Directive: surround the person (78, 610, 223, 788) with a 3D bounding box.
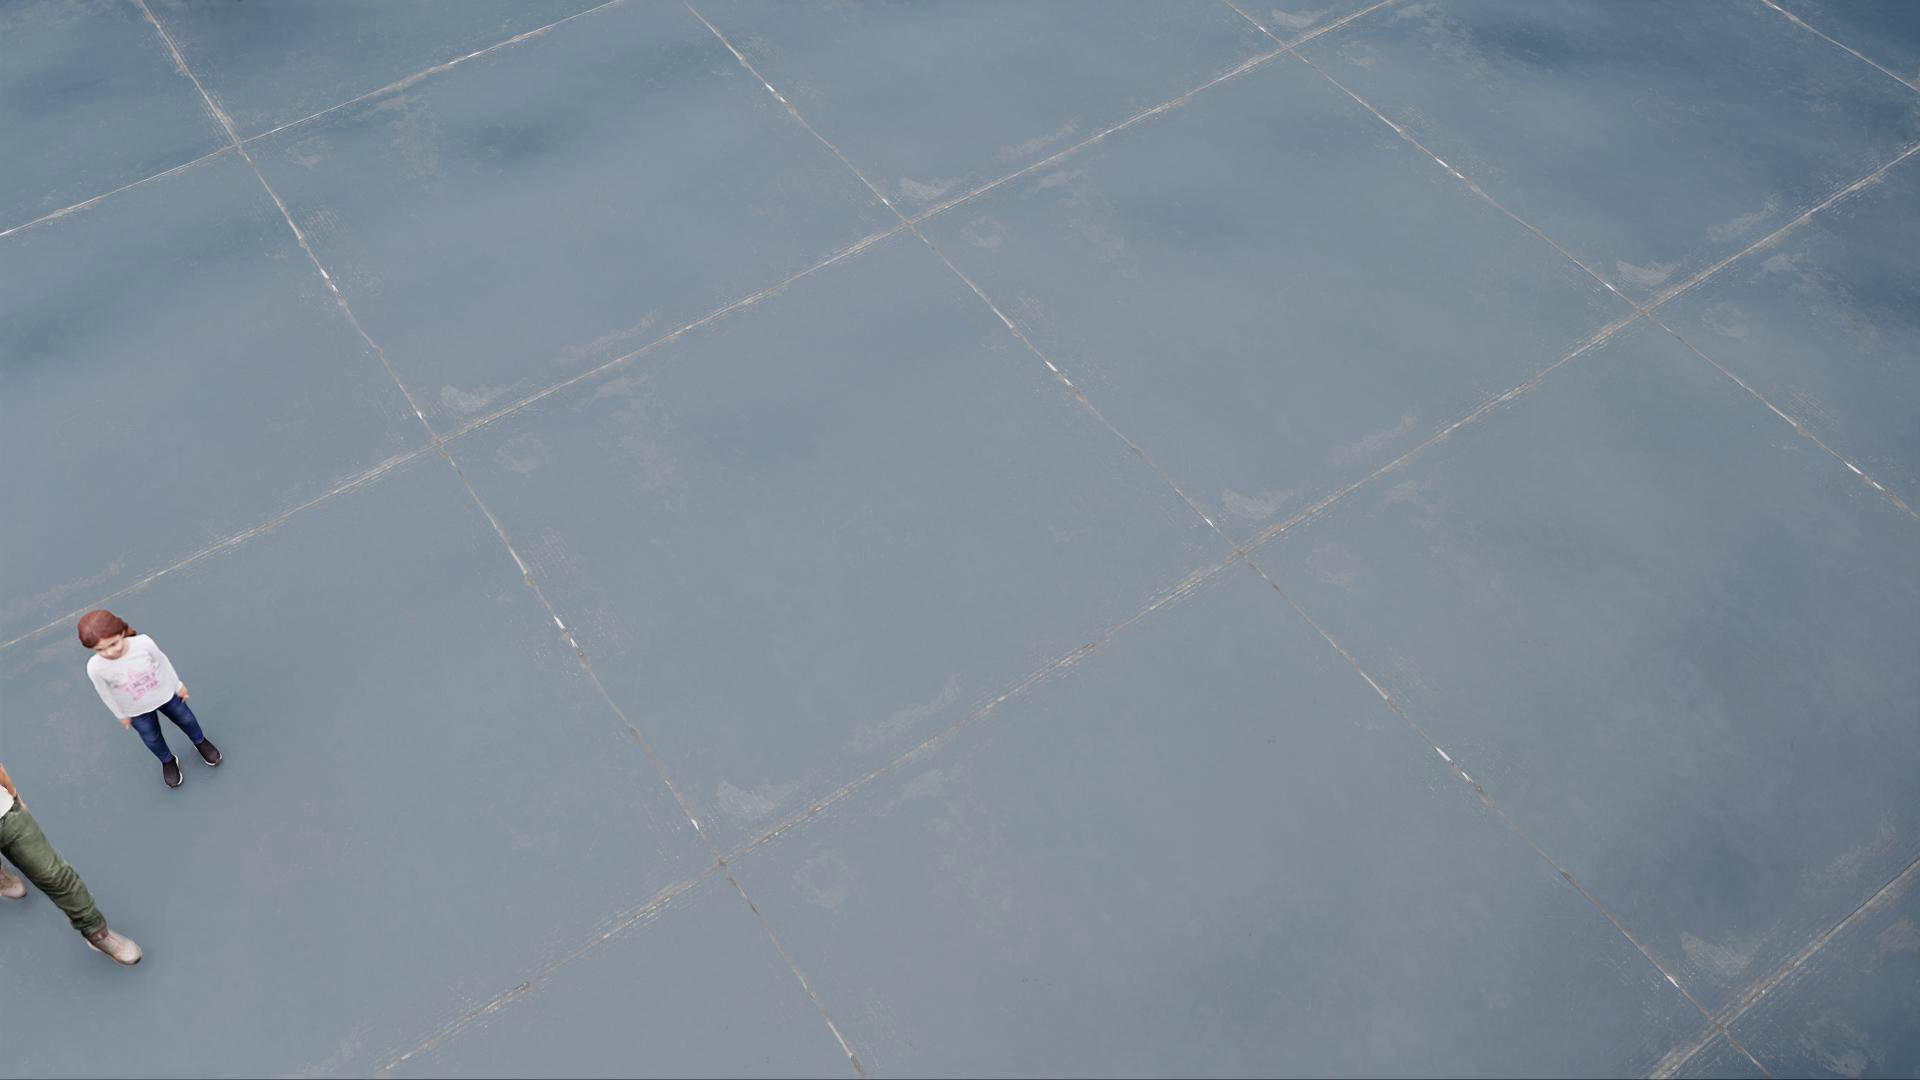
[{"bbox_3d":[-3.524,0.664,7.196,0.453,1.110,0.474,-32,59,-22],"label":"person"}]

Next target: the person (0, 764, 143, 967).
[{"bbox_3d":[-3.903,1.111,6.532,1.230,1.612,0.900,27,57,19],"label":"person"}]
